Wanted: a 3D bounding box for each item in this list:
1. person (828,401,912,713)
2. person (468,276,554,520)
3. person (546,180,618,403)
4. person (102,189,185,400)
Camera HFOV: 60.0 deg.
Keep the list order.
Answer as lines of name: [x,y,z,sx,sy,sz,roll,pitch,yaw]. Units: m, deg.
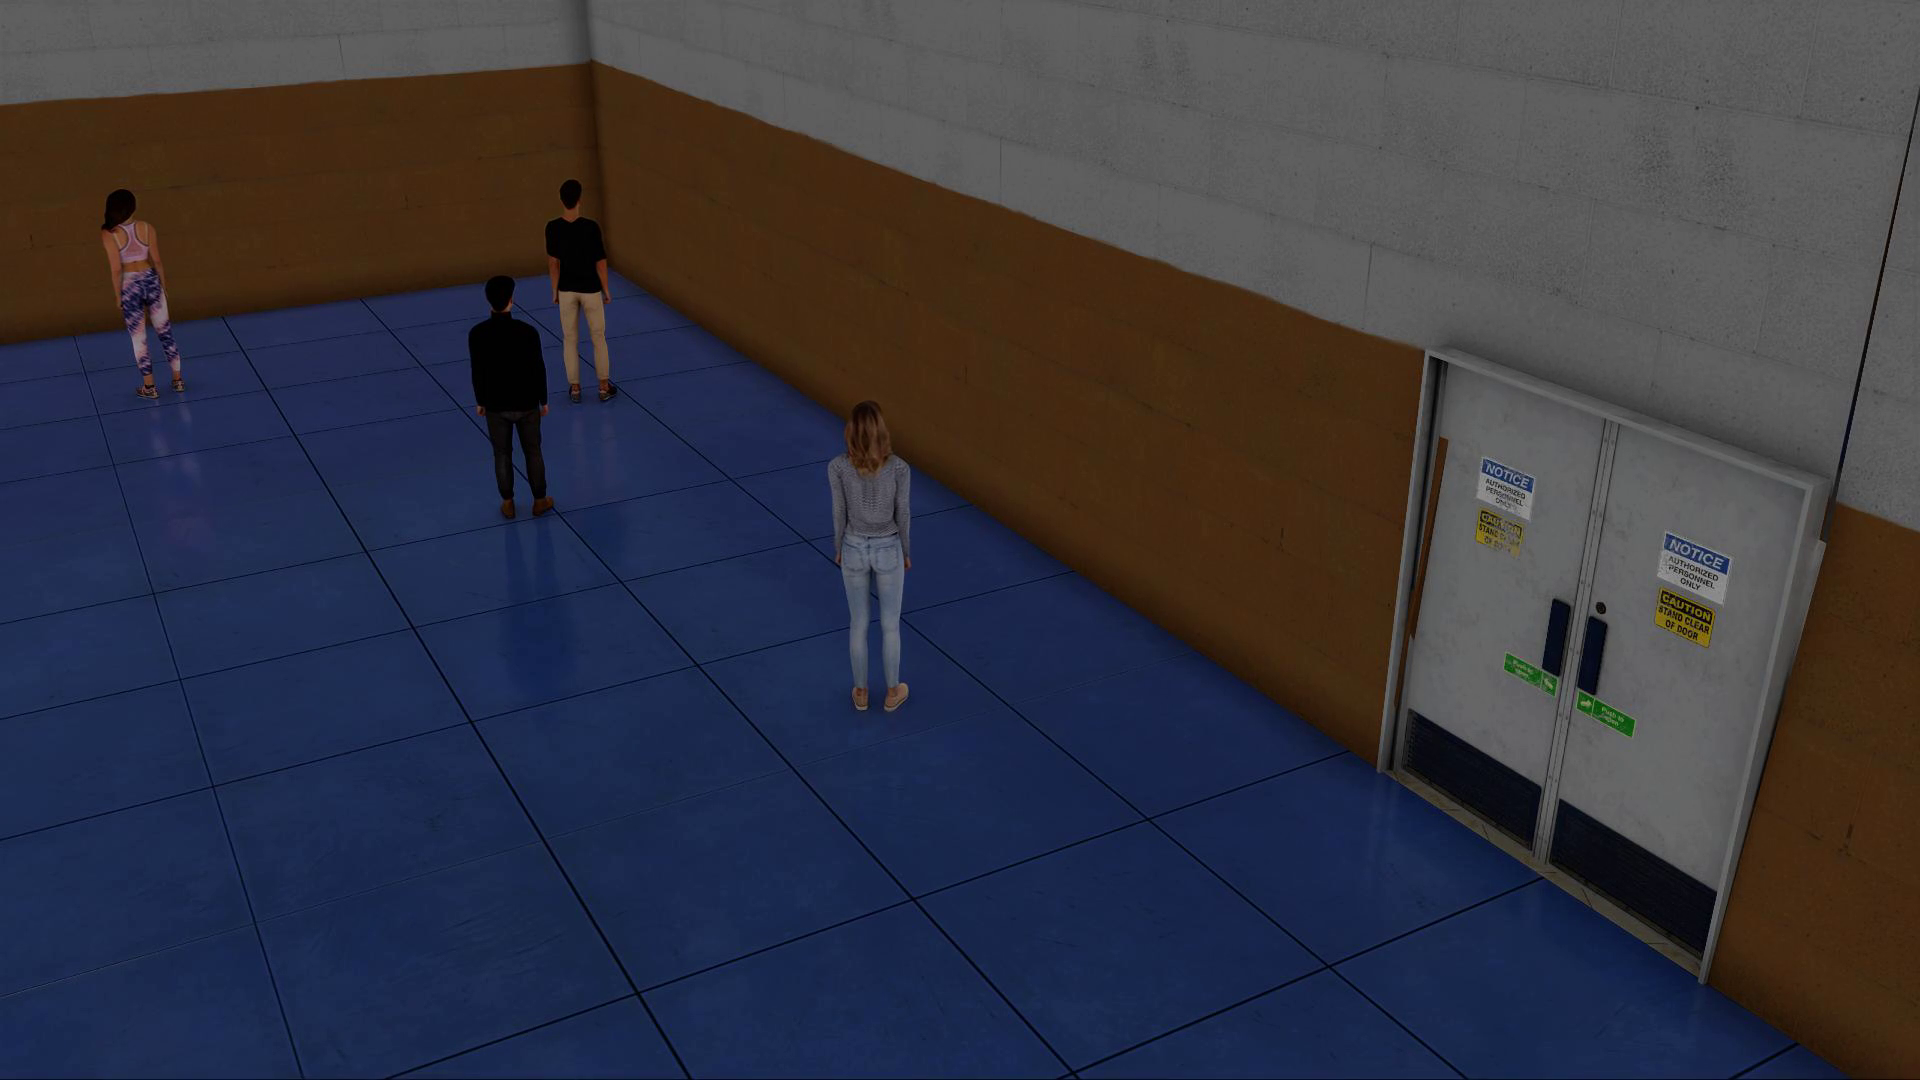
person: [-0.475,0.094,9.025,0.633,1.796,0.729,2,24,4]
person: [-3.134,-0.994,11.602,0.604,1.722,0.774,-3,24,-8]
person: [-3.166,-2.073,13.865,0.621,1.859,0.764,-2,24,-3]
person: [-6.916,-2.085,14.042,0.541,1.766,0.703,-21,32,-40]
